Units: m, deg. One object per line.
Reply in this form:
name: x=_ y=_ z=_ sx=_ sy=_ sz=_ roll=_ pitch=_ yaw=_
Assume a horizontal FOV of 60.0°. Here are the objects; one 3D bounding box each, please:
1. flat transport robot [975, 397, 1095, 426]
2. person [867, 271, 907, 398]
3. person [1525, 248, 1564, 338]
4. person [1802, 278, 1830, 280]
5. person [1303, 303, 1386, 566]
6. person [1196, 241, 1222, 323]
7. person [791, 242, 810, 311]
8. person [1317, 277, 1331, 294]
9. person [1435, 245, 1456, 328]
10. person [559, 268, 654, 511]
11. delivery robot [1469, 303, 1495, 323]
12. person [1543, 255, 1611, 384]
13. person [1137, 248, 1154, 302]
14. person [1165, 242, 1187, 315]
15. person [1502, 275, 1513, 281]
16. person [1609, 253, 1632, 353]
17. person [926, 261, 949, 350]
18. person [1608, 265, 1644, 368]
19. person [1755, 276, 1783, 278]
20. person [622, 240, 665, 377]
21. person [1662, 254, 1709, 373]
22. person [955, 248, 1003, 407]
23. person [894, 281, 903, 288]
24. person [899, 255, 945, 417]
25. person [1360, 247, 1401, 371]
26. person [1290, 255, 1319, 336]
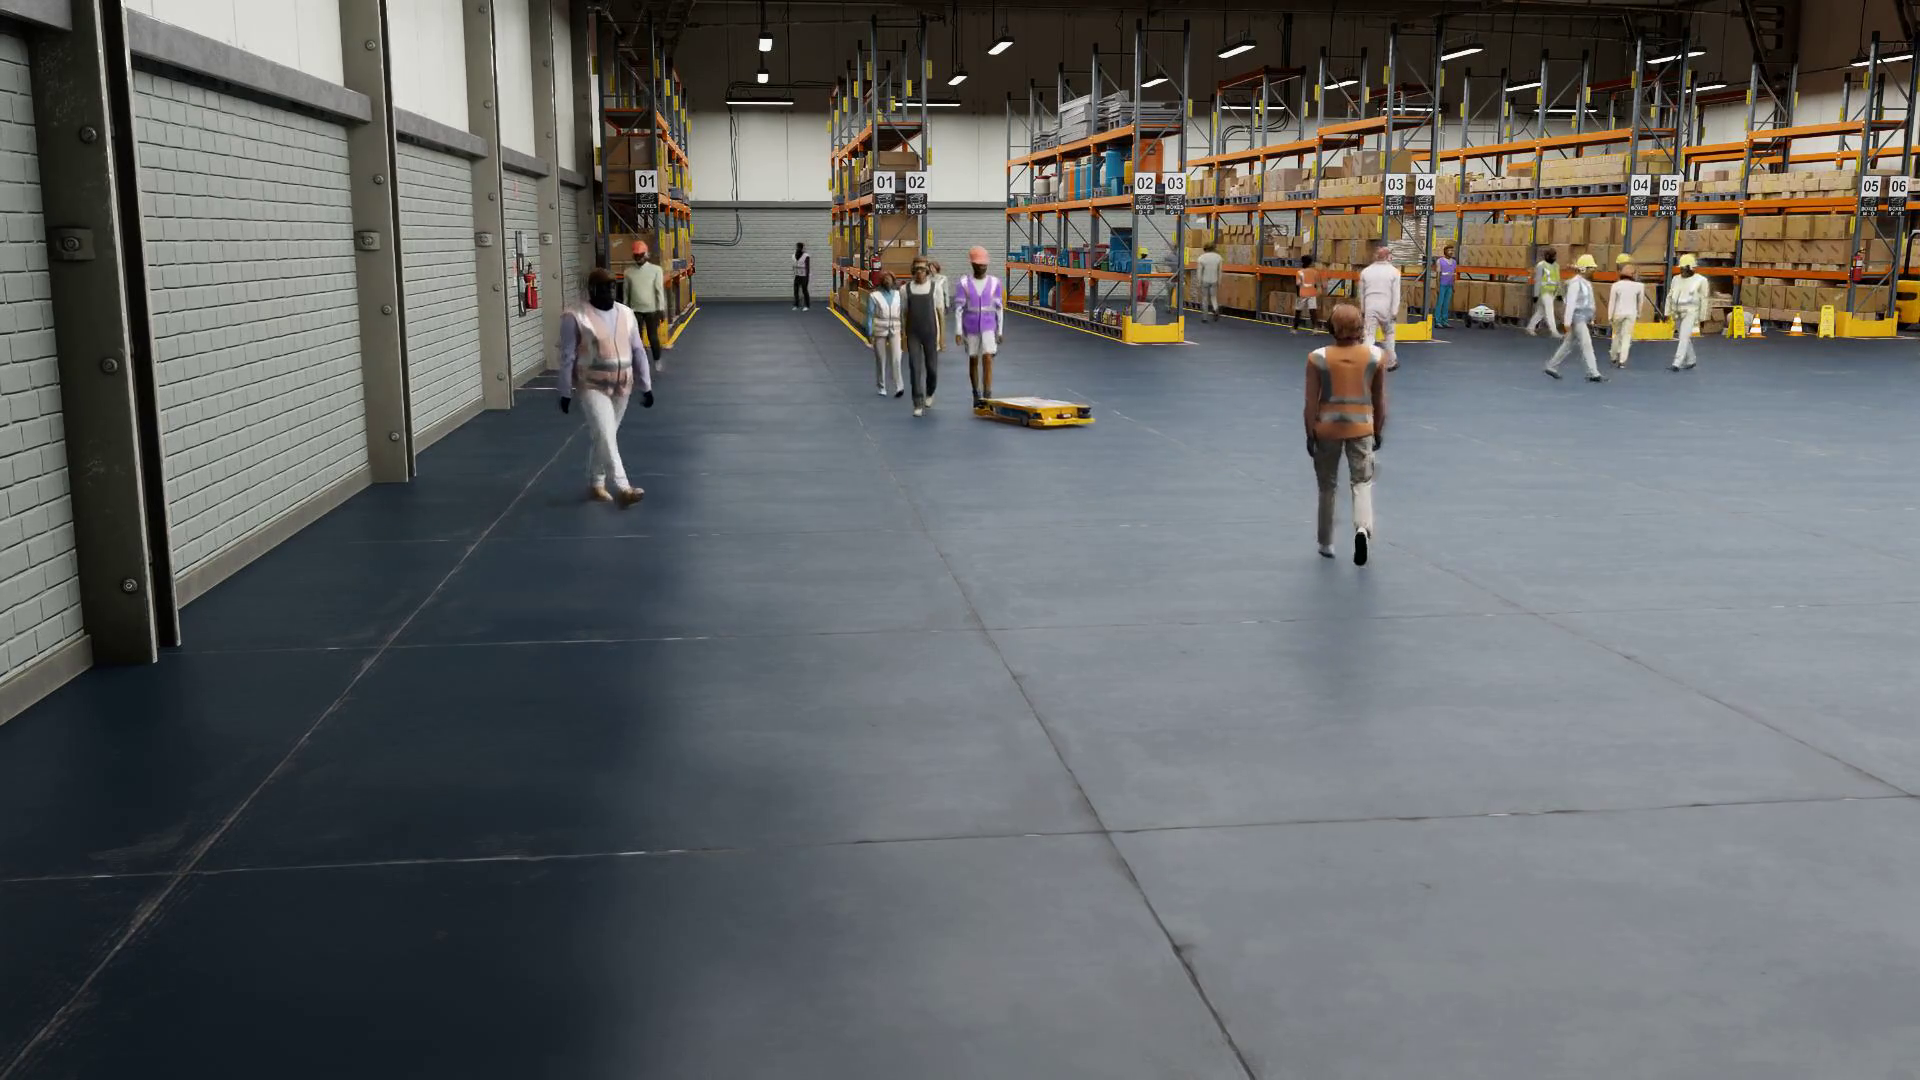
flat transport robot: x=0.805 y=-1.416 z=18.209 sx=0.652 sy=0.197 sz=1.431 roll=-6 pitch=12 yaw=-29
person: x=-0.919 y=-2.602 z=21.079 sx=0.541 sy=1.584 sz=0.877 roll=-2 pitch=11 yaw=-13
person: x=11.867 y=-5.003 z=33.698 sx=0.625 sy=1.806 sz=0.961 roll=-7 pitch=13 yaw=-35
person: x=19.720 y=-5.944 z=38.332 sx=0.622 sy=1.989 sz=0.408 roll=1 pitch=10 yaw=4
person: x=2.386 y=-0.653 z=10.311 sx=0.518 sy=1.616 sz=0.686 roll=1 pitch=10 yaw=7
person: x=5.825 y=-6.018 z=38.899 sx=0.648 sy=1.928 sz=0.508 roll=-2 pitch=11 yaw=-12
person: x=-4.350 y=-7.177 z=45.407 sx=0.612 sy=1.870 sz=0.842 roll=6 pitch=12 yaw=29
person: x=10.410 y=-7.638 z=47.972 sx=0.698 sy=1.853 sz=0.991 roll=-1 pitch=10 yaw=-4
person: x=10.782 y=-5.630 z=36.985 sx=0.563 sy=1.847 sz=0.388 roll=-7 pitch=12 yaw=-32
person: x=-2.623 y=-1.130 z=12.475 sx=0.988 sy=1.784 sz=0.653 roll=10 pitch=14 yaw=44
delivery robot: x=11.589 y=-5.021 z=36.938 sx=0.477 sy=0.478 sz=0.707 roll=-1 pitch=10 yaw=-6
person: x=8.629 y=-3.088 z=23.241 sx=0.957 sy=1.787 sz=0.607 roll=7 pitch=13 yaw=34
person: x=4.767 y=-6.702 z=43.144 sx=0.539 sy=1.737 sz=0.708 roll=-2 pitch=11 yaw=-11
person: x=5.629 y=-6.823 z=43.464 sx=0.639 sy=1.889 sz=1.052 roll=-2 pitch=11 yaw=-10
person: x=14.701 y=-7.031 z=44.710 sx=0.598 sy=1.823 sz=0.540 roll=8 pitch=13 yaw=37
person: x=11.557 y=-4.135 z=29.077 sx=0.339 sy=1.728 sz=0.513 roll=9 pitch=13 yaw=40
person: x=-0.452 y=-4.137 z=29.498 sx=0.539 sy=1.596 sz=0.870 roll=5 pitch=12 yaw=26
person: x=10.366 y=-3.479 z=25.933 sx=0.495 sy=1.577 sz=0.875 roll=4 pitch=11 yaw=22
person: x=19.300 y=-6.210 z=39.636 sx=0.677 sy=2.000 sz=0.536 roll=2 pitch=11 yaw=11
person: x=-4.588 y=-3.356 z=24.165 sx=0.642 sy=1.976 sz=0.596 roll=1 pitch=10 yaw=5
person: x=10.918 y=-3.397 z=24.991 sx=0.937 sy=1.779 sz=0.569 roll=-6 pitch=12 yaw=-28
person: x=0.224 y=-2.473 z=19.562 sx=0.573 sy=1.884 sz=0.972 roll=0 pitch=10 yaw=0
person: x=-1.495 y=-6.909 z=43.587 sx=0.620 sy=2.012 sz=0.982 roll=-2 pitch=11 yaw=-13
person: x=-0.433 y=-2.333 z=18.973 sx=0.518 sy=1.828 sz=0.628 roll=0 pitch=10 yaw=3
person: x=6.325 y=-3.443 z=24.938 sx=0.658 sy=1.860 sz=0.954 roll=6 pitch=12 yaw=31
person: x=7.113 y=-5.005 z=34.096 sx=0.534 sy=1.654 sz=0.881 roll=-3 pitch=11 yaw=-14
